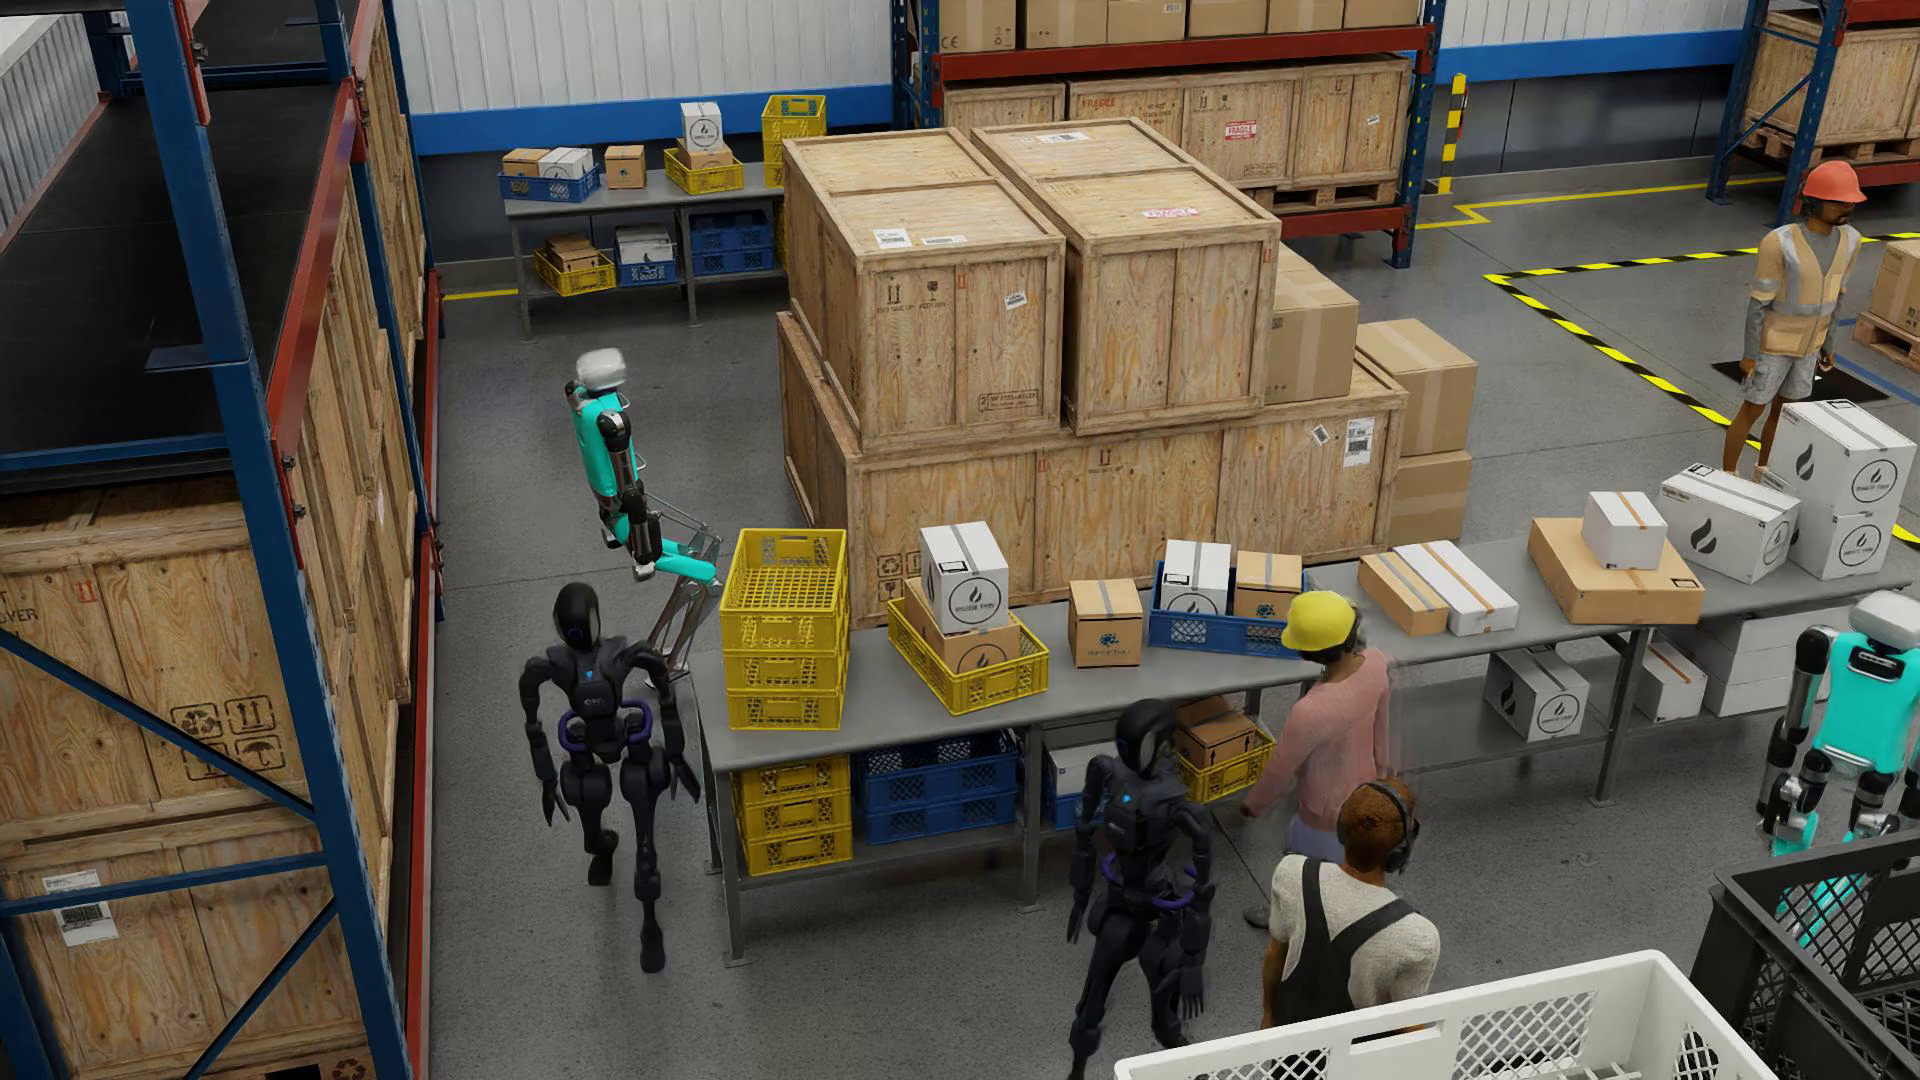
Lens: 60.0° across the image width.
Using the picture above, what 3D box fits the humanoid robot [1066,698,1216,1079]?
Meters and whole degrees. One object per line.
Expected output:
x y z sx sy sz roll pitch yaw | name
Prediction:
0.593 1.251 5.417 0.611 1.647 0.592 -26 38 -38 | humanoid robot

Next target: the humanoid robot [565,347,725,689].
-1.375 -0.119 7.676 0.735 1.672 0.533 -16 33 -27 | humanoid robot

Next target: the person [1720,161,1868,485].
4.639 -1.102 9.276 0.606 2.048 0.366 -8 30 -14 | person

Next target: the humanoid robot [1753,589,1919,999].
2.943 1.037 5.721 0.552 1.728 1.035 26 38 38 | humanoid robot

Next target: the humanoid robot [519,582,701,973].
-1.299 0.791 6.270 0.603 1.624 0.724 -6 29 -10 | humanoid robot

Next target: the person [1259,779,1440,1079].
1.091 1.469 4.832 0.505 1.838 0.336 21 35 34 | person

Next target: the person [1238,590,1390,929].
1.243 0.902 5.975 0.651 1.724 0.552 20 35 32 | person
